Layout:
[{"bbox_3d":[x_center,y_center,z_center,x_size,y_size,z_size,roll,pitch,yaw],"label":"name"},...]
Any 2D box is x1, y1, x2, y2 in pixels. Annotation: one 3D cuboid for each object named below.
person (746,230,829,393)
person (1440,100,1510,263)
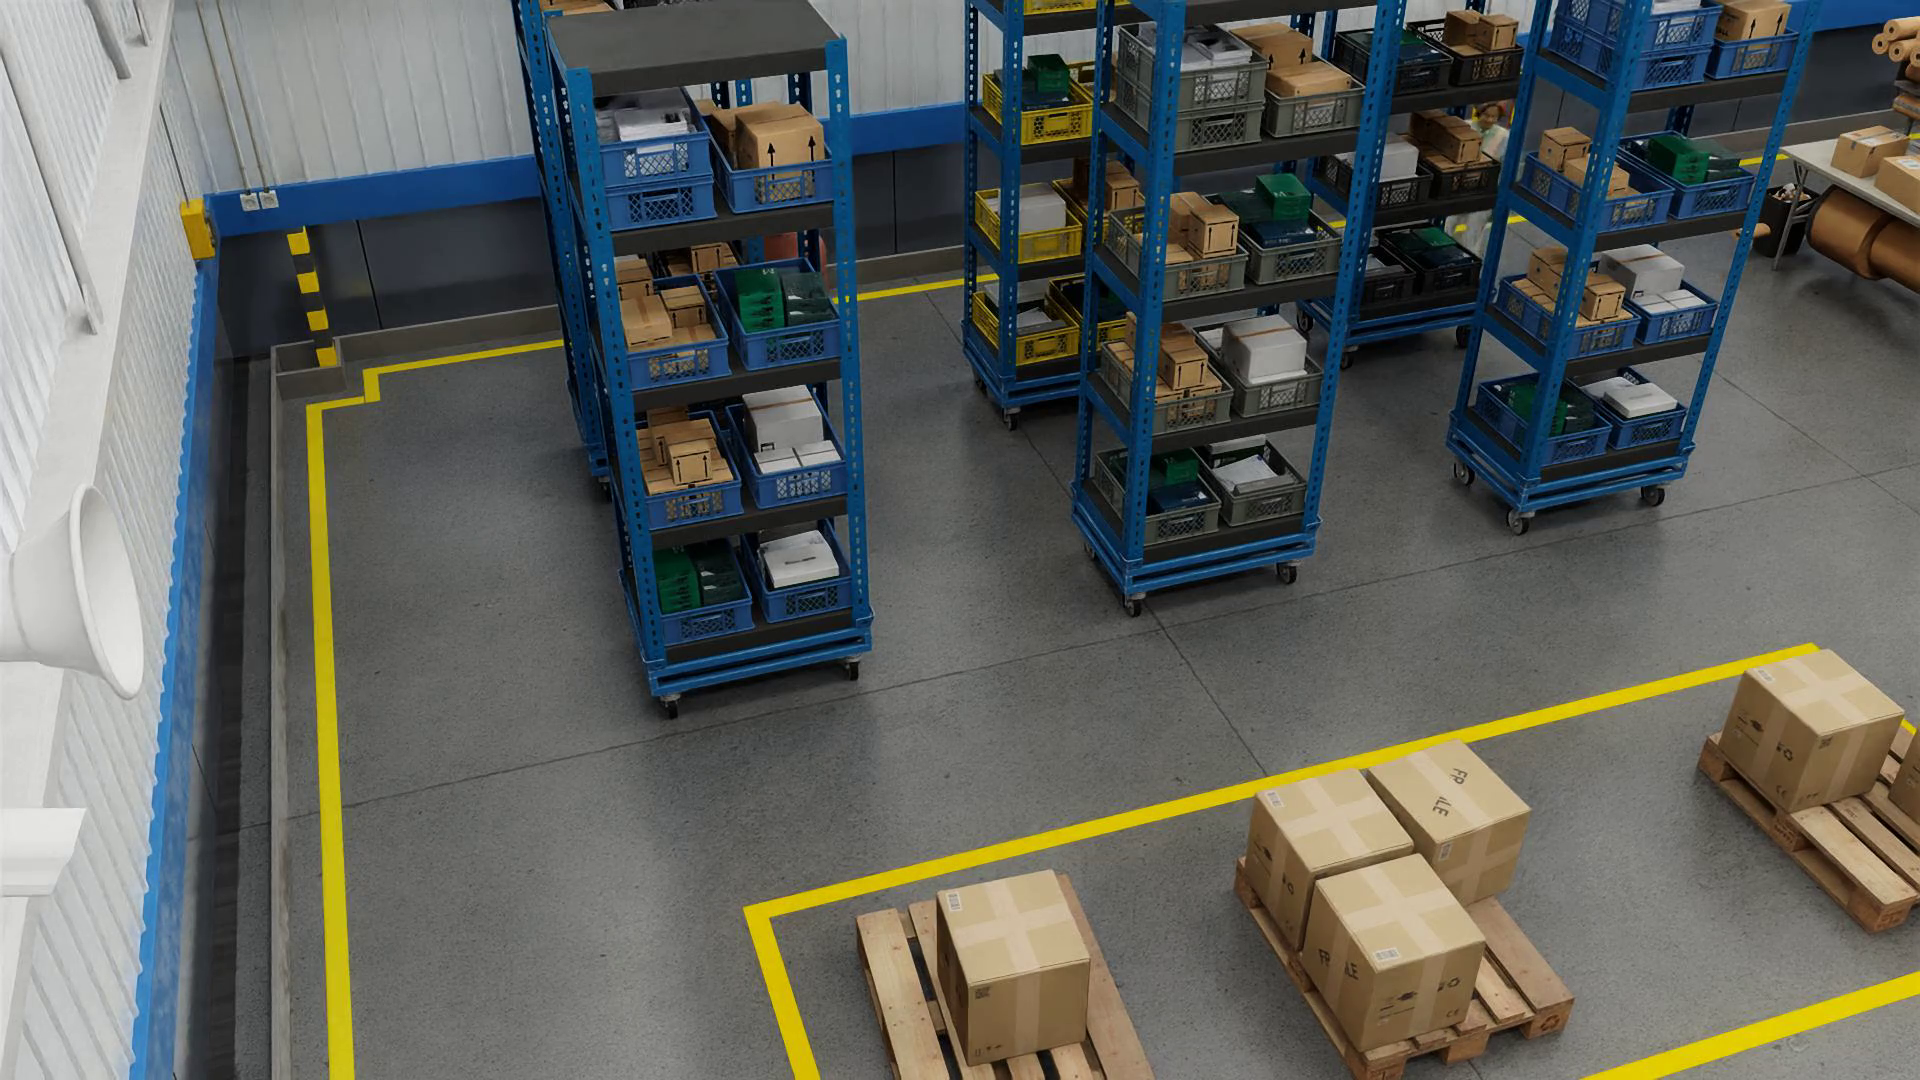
[{"bbox_3d":[-1.099,-1.400,10.533,0.612,1.995,0.378,21,40,27],"label":"person"},{"bbox_3d":[3.824,-2.566,12.502,0.526,1.628,0.385,13,37,18],"label":"person"}]
